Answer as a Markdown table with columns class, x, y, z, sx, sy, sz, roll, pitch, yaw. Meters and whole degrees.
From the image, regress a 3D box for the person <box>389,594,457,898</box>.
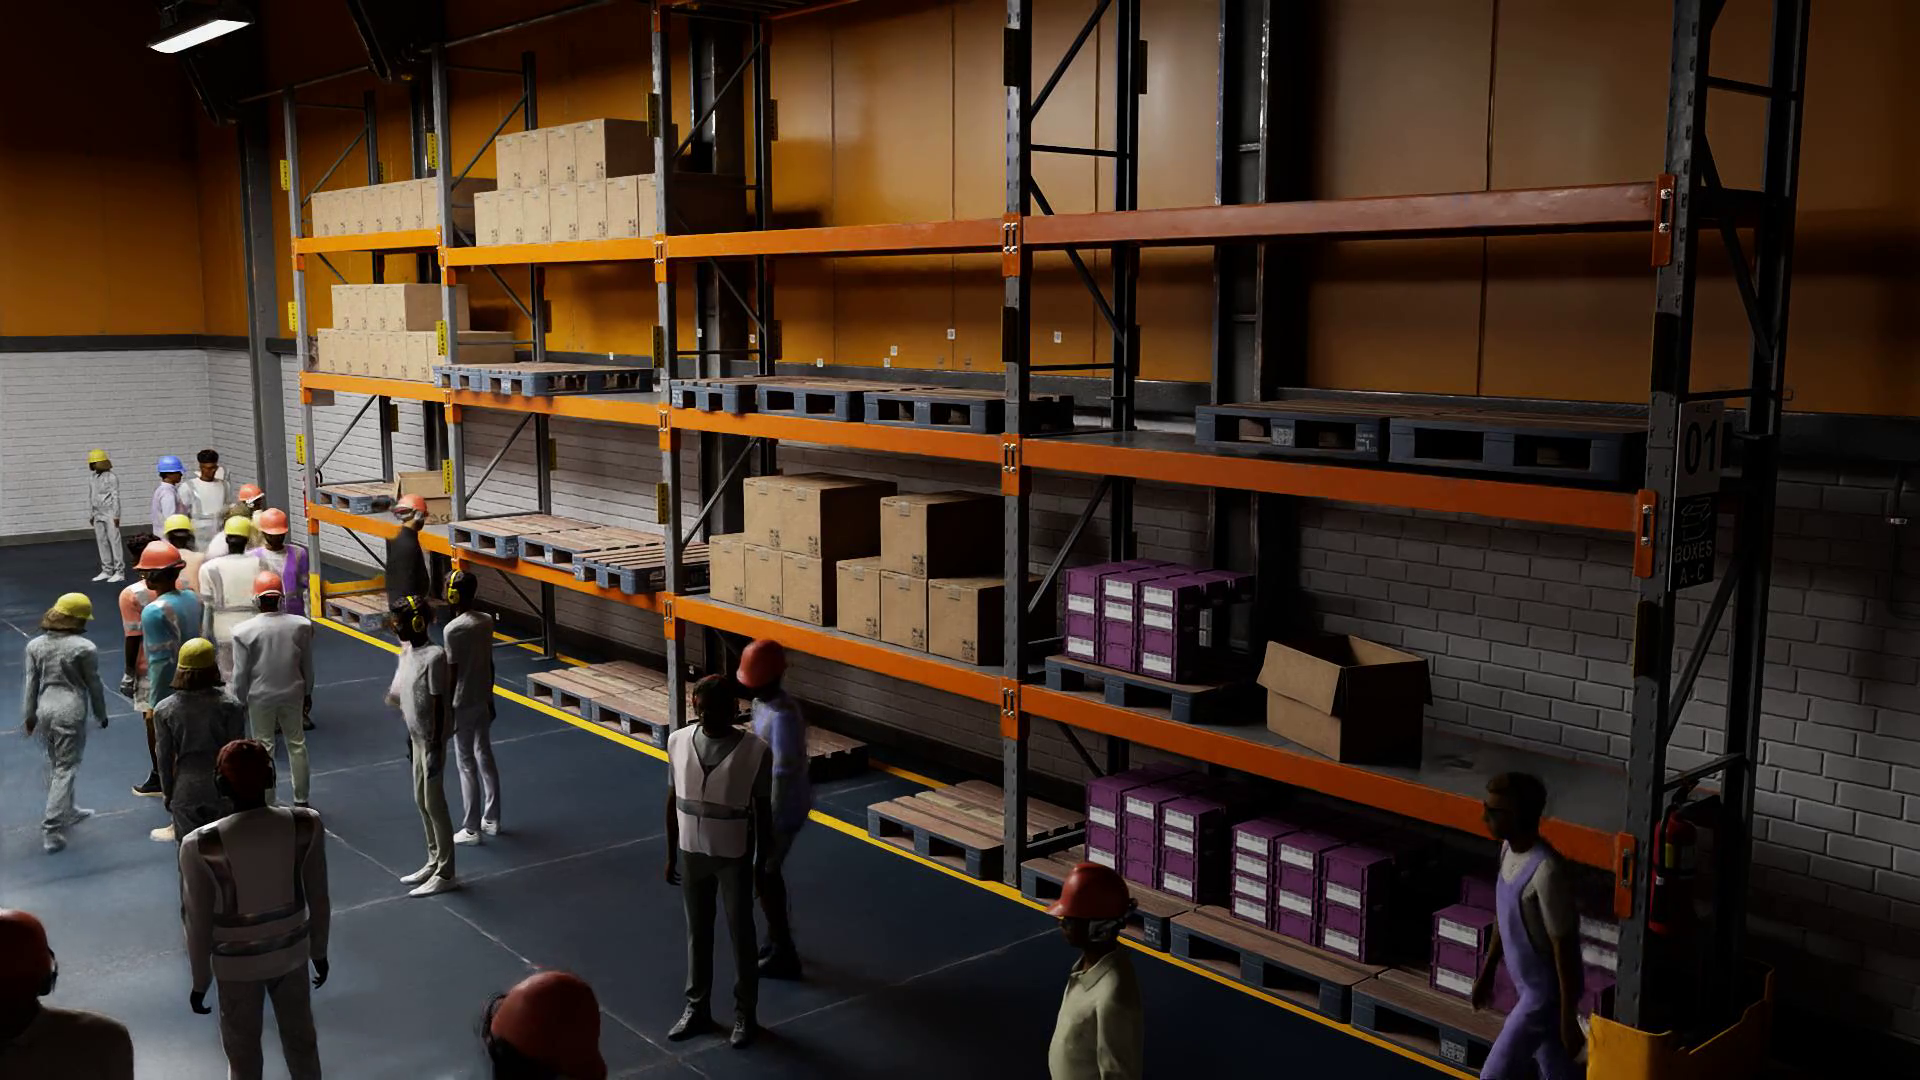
| class | x | y | z | sx | sy | sz | roll | pitch | yaw |
| --- | --- | --- | --- | --- | --- | --- | --- | --- | --- |
| person | -3.318 | 1.257 | 10.271 | 0.351 | 1.856 | 0.519 | -6 | 10 | -37 |

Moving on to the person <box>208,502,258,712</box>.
| class | x | y | z | sx | sy | sz | roll | pitch | yaw |
| --- | --- | --- | --- | --- | --- | --- | --- | --- | --- |
| person | -6.306 | 0.605 | 14.553 | 0.398 | 1.914 | 0.715 | 0 | 8 | 1 |

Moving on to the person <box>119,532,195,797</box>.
| class | x | y | z | sx | sy | sz | roll | pitch | yaw |
| --- | --- | --- | --- | --- | --- | --- | --- | --- | --- |
| person | -5.925 | 0.913 | 12.286 | 0.372 | 1.959 | 0.603 | 3 | 9 | 23 |

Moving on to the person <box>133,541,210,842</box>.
| class | x | y | z | sx | sy | sz | roll | pitch | yaw |
| --- | --- | --- | --- | --- | --- | --- | --- | --- | --- |
| person | -5.338 | 1.018 | 11.258 | 0.396 | 2.044 | 0.609 | 0 | 8 | 3 |

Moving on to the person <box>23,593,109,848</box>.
| class | x | y | z | sx | sy | sz | roll | pitch | yaw |
| --- | --- | --- | --- | --- | --- | --- | --- | --- | --- |
| person | -6.077 | 1.199 | 11.263 | 0.508 | 1.678 | 0.764 | 1 | 8 | 9 |

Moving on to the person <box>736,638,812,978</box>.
| class | x | y | z | sx | sy | sz | roll | pitch | yaw |
| --- | --- | --- | --- | --- | --- | --- | --- | --- | --- |
| person | -1.011 | 1.429 | 8.910 | 0.415 | 1.893 | 0.569 | -3 | 9 | -19 |

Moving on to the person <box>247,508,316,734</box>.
| class | x | y | z | sx | sy | sz | roll | pitch | yaw |
| --- | --- | --- | --- | --- | --- | --- | --- | --- | --- |
| person | -5.733 | 0.682 | 14.028 | 0.548 | 1.924 | 0.387 | -7 | 11 | -41 |

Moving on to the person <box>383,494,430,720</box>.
| class | x | y | z | sx | sy | sz | roll | pitch | yaw |
| --- | --- | --- | --- | --- | --- | --- | --- | --- | --- |
| person | -4.822 | 0.586 | 14.536 | 0.469 | 1.968 | 0.689 | -3 | 9 | -21 |

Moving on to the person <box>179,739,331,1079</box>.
| class | x | y | z | sx | sy | sz | roll | pitch | yaw |
| --- | --- | --- | --- | --- | --- | --- | --- | --- | --- |
| person | -2.873 | 1.734 | 6.828 | 0.574 | 1.886 | 0.356 | -7 | 11 | -40 |

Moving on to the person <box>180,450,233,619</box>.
| class | x | y | z | sx | sy | sz | roll | pitch | yaw |
| --- | --- | --- | --- | --- | --- | --- | --- | --- | --- |
| person | -8.614 | -0.068 | 19.123 | 0.396 | 1.956 | 0.606 | 7 | 11 | 39 |

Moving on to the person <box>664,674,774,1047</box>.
| class | x | y | z | sx | sy | sz | roll | pitch | yaw |
| --- | --- | --- | --- | --- | --- | --- | --- | --- | --- |
| person | -1.186 | 1.555 | 8.205 | 0.567 | 1.846 | 0.389 | 2 | 9 | 16 |

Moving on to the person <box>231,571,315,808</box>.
| class | x | y | z | sx | sy | sz | roll | pitch | yaw |
| --- | --- | --- | --- | --- | --- | --- | --- | --- | --- |
| person | -4.856 | 1.089 | 11.769 | 0.571 | 1.751 | 0.329 | -7 | 11 | -42 |

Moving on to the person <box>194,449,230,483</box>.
| class | x | y | z | sx | sy | sz | roll | pitch | yaw |
| --- | --- | --- | --- | --- | --- | --- | --- | --- | --- |
| person | -10.189 | -0.427 | 22.707 | 0.313 | 1.637 | 0.513 | 7 | 11 | 39 |

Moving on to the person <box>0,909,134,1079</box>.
| class | x | y | z | sx | sy | sz | roll | pitch | yaw |
| --- | --- | --- | --- | --- | --- | --- | --- | --- | --- |
| person | -2.642 | 1.992 | 4.712 | 0.613 | 1.984 | 0.409 | -3 | 9 | -21 |

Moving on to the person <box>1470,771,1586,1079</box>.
| class | x | y | z | sx | sy | sz | roll | pitch | yaw |
| --- | --- | --- | --- | --- | --- | --- | --- | --- | --- |
| person | 2.196 | 1.805 | 6.630 | 0.924 | 1.793 | 0.509 | 1 | 8 | 6 |

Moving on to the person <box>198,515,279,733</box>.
| class | x | y | z | sx | sy | sz | roll | pitch | yaw |
| --- | --- | --- | --- | --- | --- | --- | --- | --- | --- |
| person | -5.872 | 0.756 | 13.581 | 0.606 | 1.905 | 0.559 | -6 | 10 | -34 |

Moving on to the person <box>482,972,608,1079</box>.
| class | x | y | z | sx | sy | sz | roll | pitch | yaw |
| --- | --- | --- | --- | --- | --- | --- | --- | --- | --- |
| person | -1.162 | 2.056 | 4.248 | 0.685 | 1.996 | 0.451 | -2 | 8 | -12 |

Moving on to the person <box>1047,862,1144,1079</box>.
| class | x | y | z | sx | sy | sz | roll | pitch | yaw |
| --- | --- | --- | --- | --- | --- | --- | --- | --- | --- |
| person | 0.458 | 1.959 | 5.719 | 0.327 | 1.752 | 0.563 | 0 | 8 | -3 |

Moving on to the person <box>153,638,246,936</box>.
| class | x | y | z | sx | sy | sz | roll | pitch | yaw |
| --- | --- | --- | --- | --- | --- | --- | --- | --- | --- |
| person | -4.309 | 1.420 | 9.504 | 0.484 | 1.745 | 0.298 | -2 | 8 | -14 |

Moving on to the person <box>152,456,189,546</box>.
| class | x | y | z | sx | sy | sz | roll | pitch | yaw |
| --- | --- | --- | --- | --- | --- | --- | --- | --- | --- |
| person | -8.705 | 0.039 | 18.393 | 0.384 | 1.949 | 0.604 | -5 | 10 | -32 |

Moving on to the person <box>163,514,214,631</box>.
| class | x | y | z | sx | sy | sz | roll | pitch | yaw |
| --- | --- | --- | --- | --- | --- | --- | --- | --- | --- |
| person | -6.509 | 0.734 | 13.835 | 0.650 | 1.865 | 0.726 | -6 | 10 | -35 |

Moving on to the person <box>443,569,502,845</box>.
| class | x | y | z | sx | sy | sz | roll | pitch | yaw |
| --- | --- | --- | --- | --- | --- | --- | --- | --- | --- |
| person | -3.308 | 1.119 | 11.206 | 0.310 | 1.860 | 0.501 | 2 | 9 | 16 |

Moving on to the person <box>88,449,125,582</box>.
| class | x | y | z | sx | sy | sz | roll | pitch | yaw |
| --- | --- | --- | --- | --- | --- | --- | --- | --- | --- |
| person | -11.121 | -0.316 | 21.603 | 0.493 | 1.738 | 0.328 | 3 | 9 | 23 |

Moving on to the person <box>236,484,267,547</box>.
| class | x | y | z | sx | sy | sz | roll | pitch | yaw |
| --- | --- | --- | --- | --- | --- | --- | --- | --- | --- |
| person | -7.372 | 0.283 | 17.426 | 0.354 | 1.737 | 0.576 | 0 | 8 | -3 |
